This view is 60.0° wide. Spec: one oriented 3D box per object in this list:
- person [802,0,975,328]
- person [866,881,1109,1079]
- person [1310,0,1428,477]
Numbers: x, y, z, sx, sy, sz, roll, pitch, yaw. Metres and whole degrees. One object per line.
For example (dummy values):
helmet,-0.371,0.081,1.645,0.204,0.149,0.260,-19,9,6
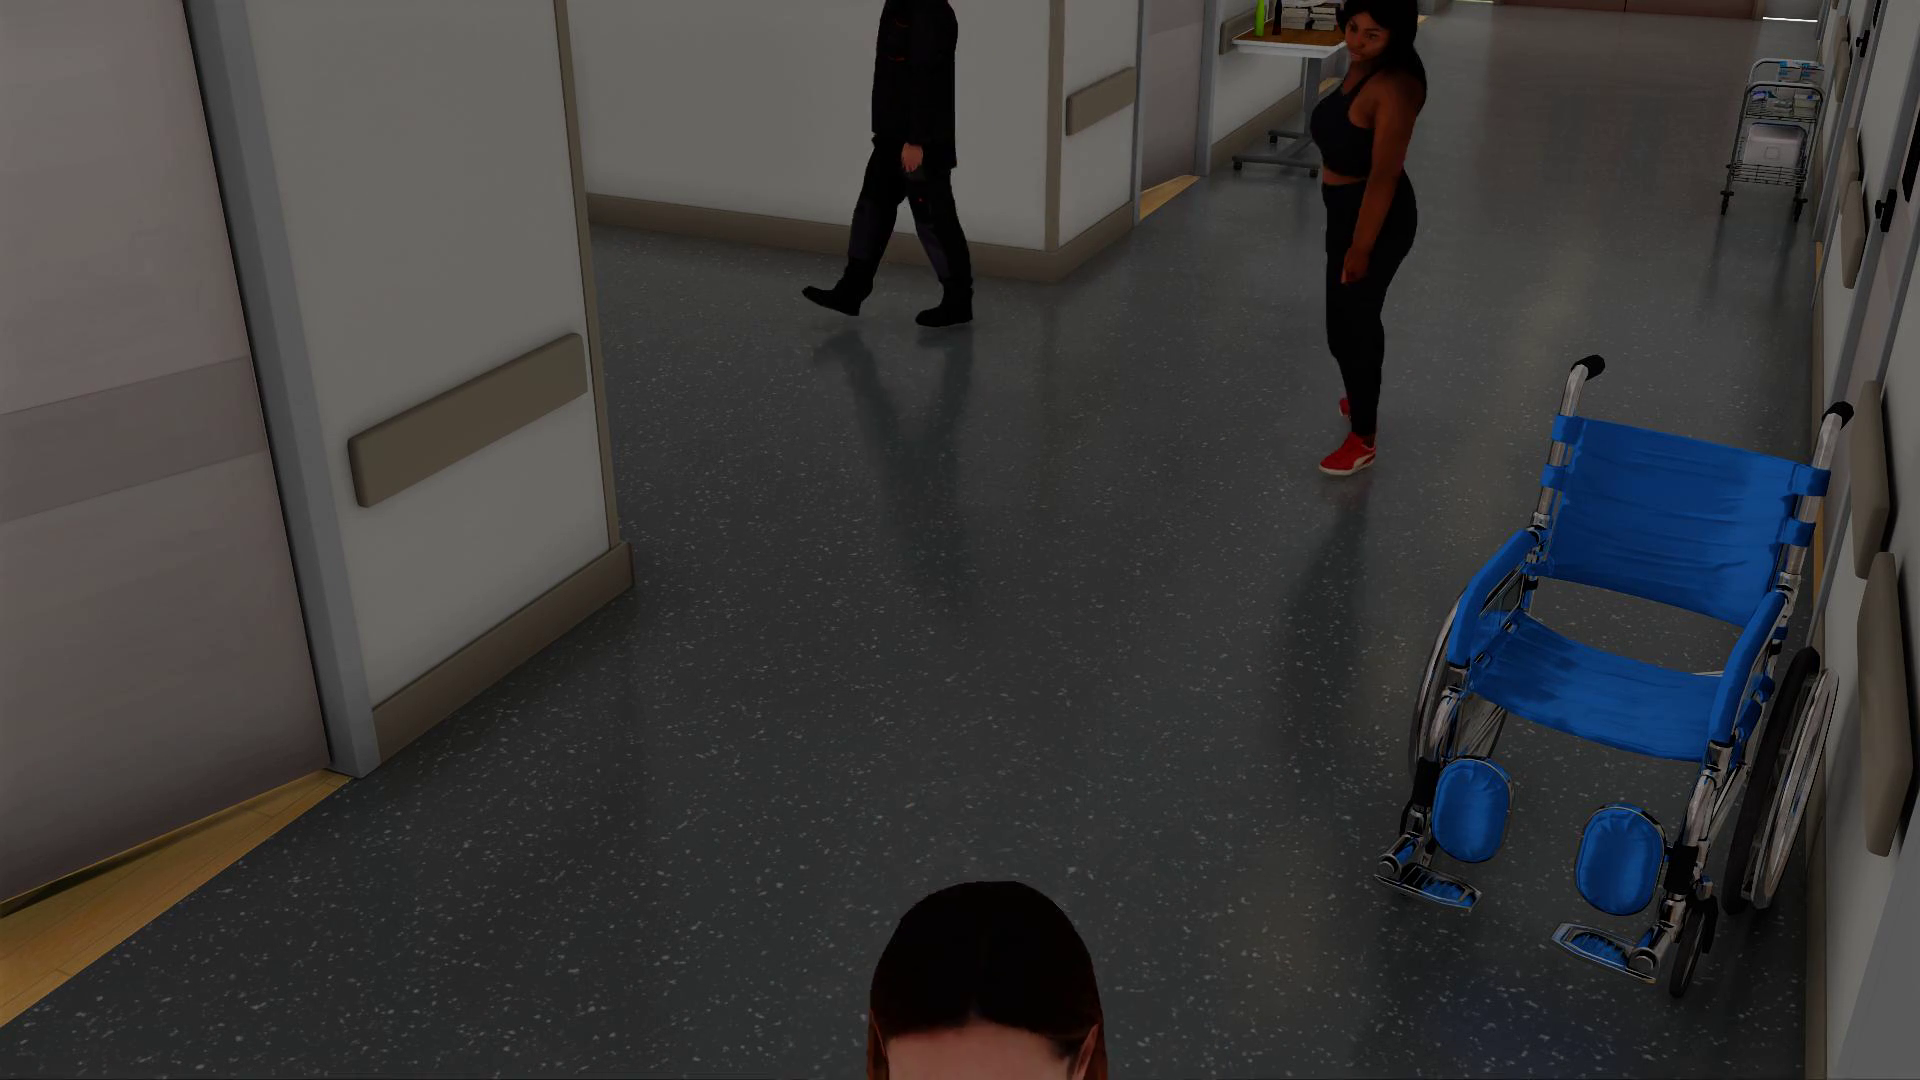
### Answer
person,-0.128,-1.844,7.410,1.179,1.837,1.120,-9,27,-17
person,0.020,1.001,1.717,0.898,1.656,1.193,3,26,6
person,1.493,-1.130,5.994,1.010,1.781,0.752,7,27,13
